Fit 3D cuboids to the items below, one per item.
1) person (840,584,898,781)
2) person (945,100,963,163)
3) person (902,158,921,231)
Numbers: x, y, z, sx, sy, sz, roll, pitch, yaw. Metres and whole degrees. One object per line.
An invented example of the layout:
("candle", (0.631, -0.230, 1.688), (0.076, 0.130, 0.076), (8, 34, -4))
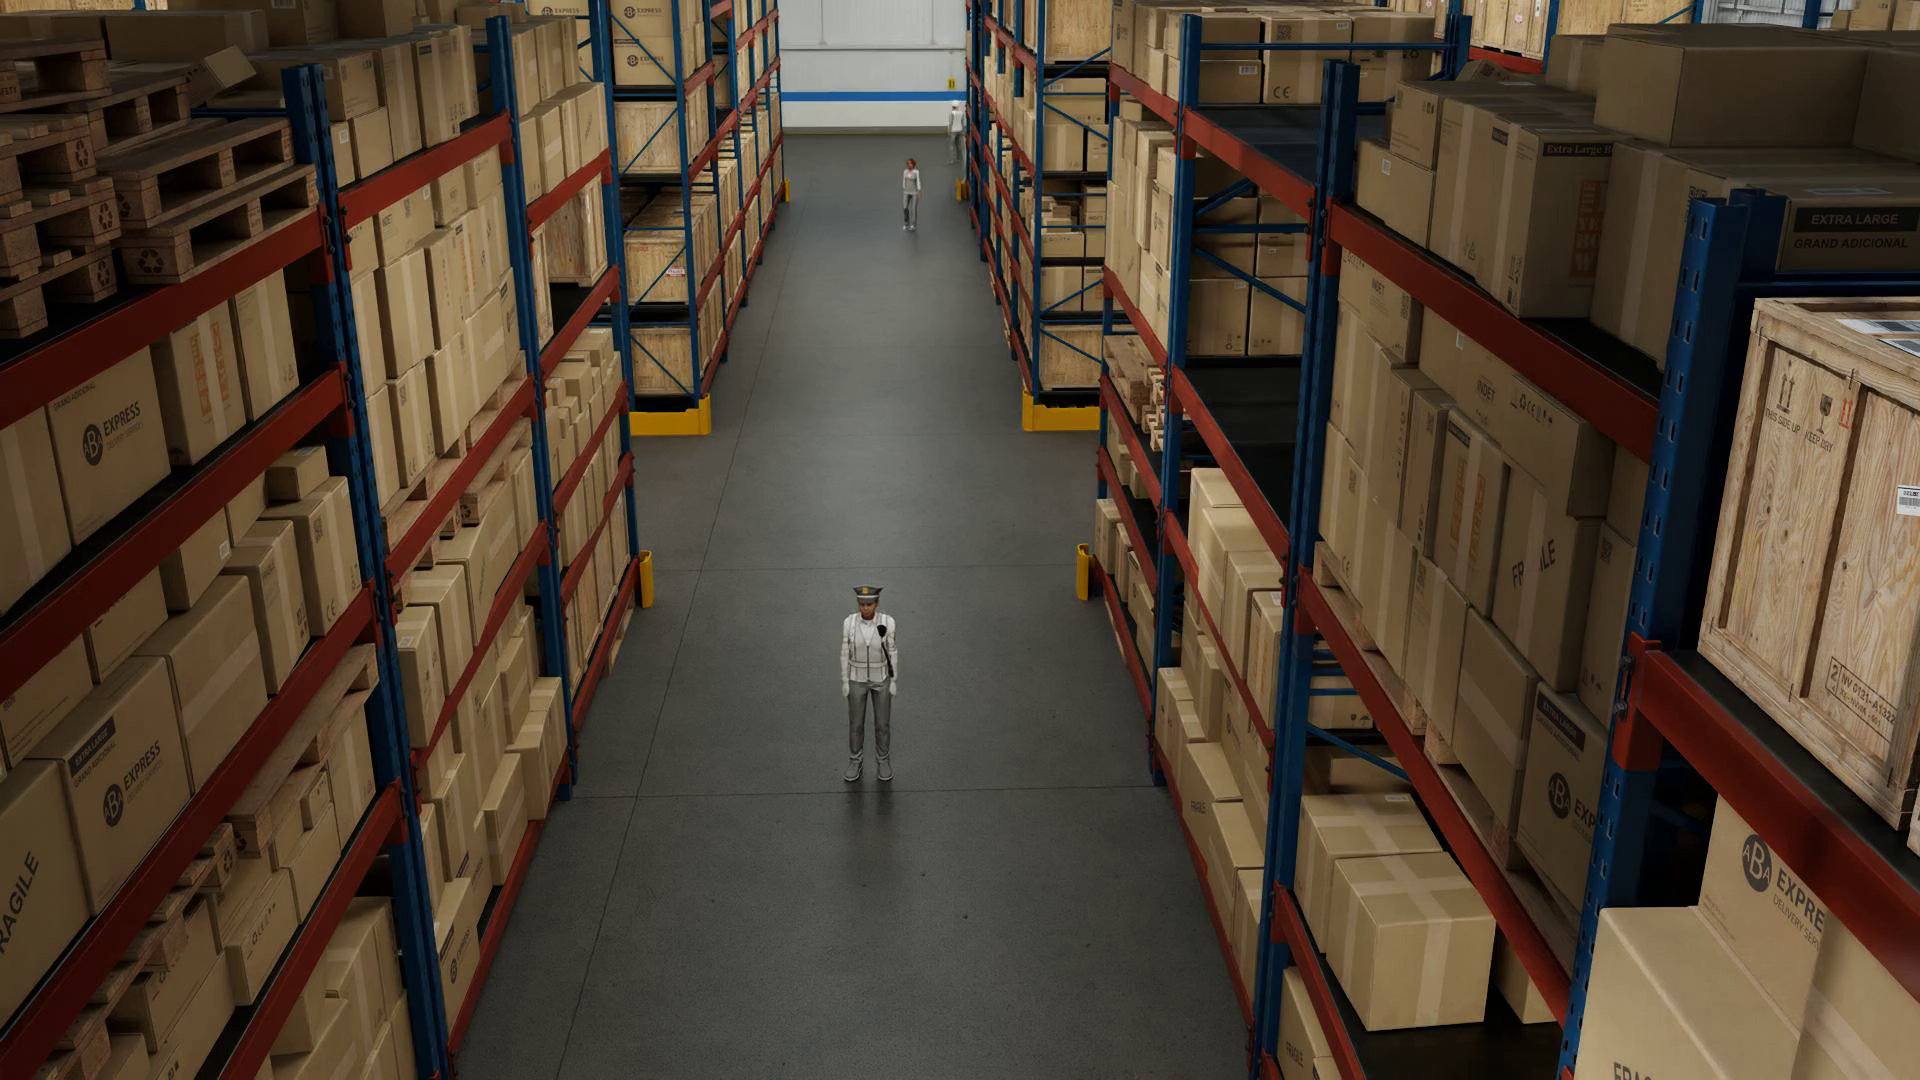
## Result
("person", (-0.738, 1.143, 13.543), (0.465, 1.692, 0.352), (0, 20, -1))
("person", (-0.160, -11.829, 48.199), (0.540, 1.796, 0.393), (-18, 27, -39))
("person", (-1.102, -7.814, 37.691), (0.432, 1.624, 0.368), (4, 21, 11))
